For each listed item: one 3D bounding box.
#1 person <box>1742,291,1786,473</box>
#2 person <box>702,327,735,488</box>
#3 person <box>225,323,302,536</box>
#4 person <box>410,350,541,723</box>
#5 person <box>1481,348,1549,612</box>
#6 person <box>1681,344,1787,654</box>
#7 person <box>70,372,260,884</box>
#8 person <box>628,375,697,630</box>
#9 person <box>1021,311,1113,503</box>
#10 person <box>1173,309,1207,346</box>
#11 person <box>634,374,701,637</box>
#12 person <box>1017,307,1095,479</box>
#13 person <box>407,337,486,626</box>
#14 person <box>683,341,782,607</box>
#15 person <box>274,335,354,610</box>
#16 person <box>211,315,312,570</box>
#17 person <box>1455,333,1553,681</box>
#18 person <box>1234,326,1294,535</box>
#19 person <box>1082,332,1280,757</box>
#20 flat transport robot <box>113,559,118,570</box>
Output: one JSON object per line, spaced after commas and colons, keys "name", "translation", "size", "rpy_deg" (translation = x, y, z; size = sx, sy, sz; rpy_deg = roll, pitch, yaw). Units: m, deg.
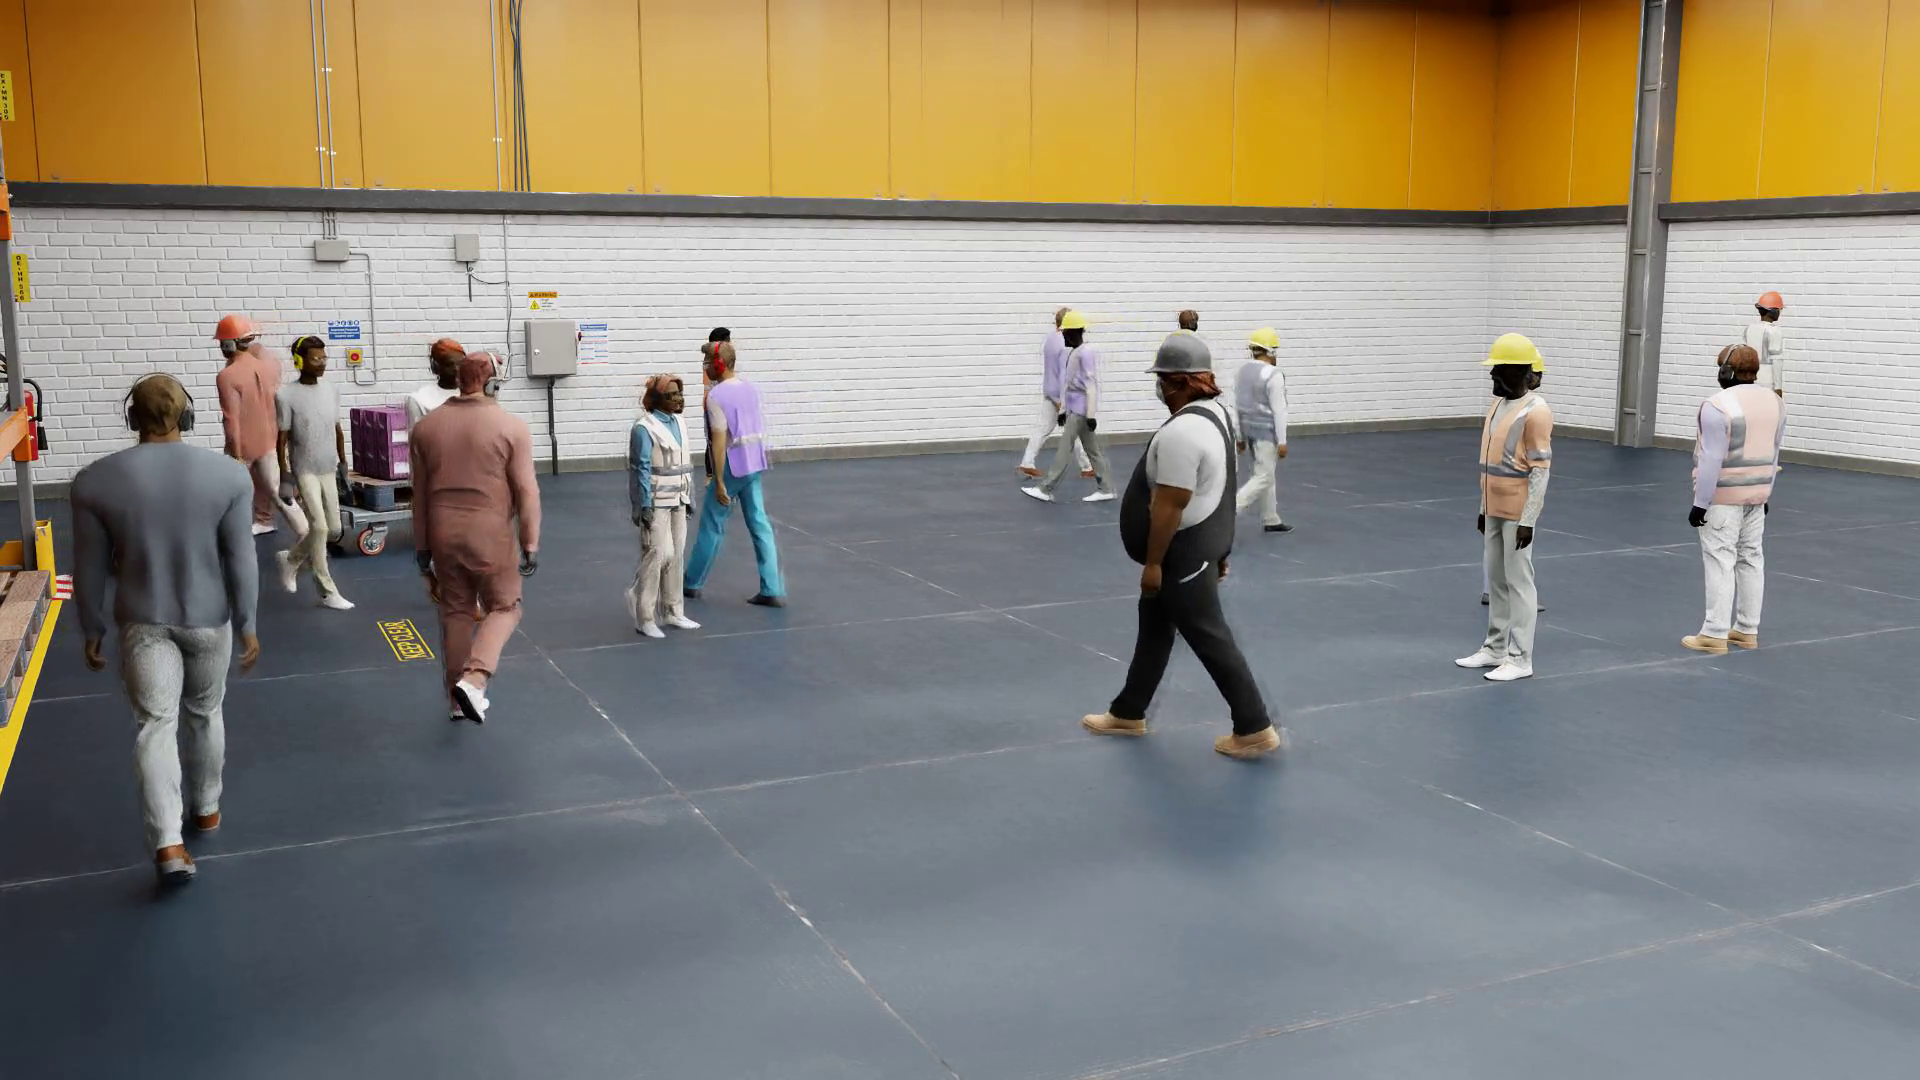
{"name": "person", "translation": [9.093, -1.779, 18.813], "size": [0.376, 2.045, 0.605], "rpy_deg": [-2, 9, -13]}
{"name": "person", "translation": [-2.500, -1.358, 17.266], "size": [0.321, 1.698, 0.537], "rpy_deg": [-5, 10, -29]}
{"name": "person", "translation": [-6.005, -0.971, 14.313], "size": [0.688, 1.877, 0.555], "rpy_deg": [6, 11, 33]}
{"name": "person", "translation": [-2.426, 0.004, 8.254], "size": [0.692, 1.878, 0.561], "rpy_deg": [3, 10, 16]}
{"name": "person", "translation": [3.746, -0.406, 11.153], "size": [0.324, 1.767, 0.533], "rpy_deg": [-3, 10, -18]}
{"name": "person", "translation": [4.591, -0.245, 9.921], "size": [0.629, 1.842, 0.429], "rpy_deg": [-4, 10, -25]}
{"name": "person", "translation": [-3.000, 0.311, 6.320], "size": [0.644, 1.900, 0.999], "rpy_deg": [-4, 10, -24]}
{"name": "person", "translation": [-1.875, -0.234, 10.504], "size": [0.385, 1.618, 0.521], "rpy_deg": [5, 11, 30]}
{"name": "person", "translation": [1.067, -1.289, 16.277], "size": [0.981, 1.873, 0.609], "rpy_deg": [-1, 9, -6]}
{"name": "person", "translation": [2.664, -1.816, 19.707], "size": [0.608, 1.830, 0.640], "rpy_deg": [-6, 11, -33]}
{"name": "person", "translation": [-1.848, -0.214, 10.411], "size": [0.353, 1.647, 0.532], "rpy_deg": [4, 10, 23]}
{"name": "person", "translation": [1.091, -1.587, 18.126], "size": [1.006, 1.893, 0.634], "rpy_deg": [-4, 10, -22]}
{"name": "person", "translation": [-3.352, -0.398, 10.855], "size": [0.840, 1.858, 0.580], "rpy_deg": [7, 12, 38]}
{"name": "person", "translation": [-1.624, -0.447, 11.313], "size": [0.981, 1.790, 0.586], "rpy_deg": [5, 10, 29]}
{"name": "person", "translation": [-4.391, -0.461, 11.238], "size": [0.713, 1.853, 0.529], "rpy_deg": [5, 10, 29]}
{"name": "person", "translation": [-5.315, -0.716, 12.571], "size": [1.009, 1.952, 0.622], "rpy_deg": [3, 10, 19]}
{"name": "person", "translation": [3.050, -0.181, 9.261], "size": [0.366, 1.927, 0.585], "rpy_deg": [-1, 9, -9]}
{"name": "person", "translation": [2.516, -0.904, 14.107], "size": [0.812, 1.807, 0.596], "rpy_deg": [-4, 10, -22]}
{"name": "person", "translation": [1.085, -0.007, 7.831], "size": [1.002, 2.000, 0.690], "rpy_deg": [4, 10, 21]}
{"name": "flat transport robot", "translation": [-6.390, 0.028, 13.084], "size": [0.652, 0.197, 1.431], "rpy_deg": [-7, 11, -36]}
